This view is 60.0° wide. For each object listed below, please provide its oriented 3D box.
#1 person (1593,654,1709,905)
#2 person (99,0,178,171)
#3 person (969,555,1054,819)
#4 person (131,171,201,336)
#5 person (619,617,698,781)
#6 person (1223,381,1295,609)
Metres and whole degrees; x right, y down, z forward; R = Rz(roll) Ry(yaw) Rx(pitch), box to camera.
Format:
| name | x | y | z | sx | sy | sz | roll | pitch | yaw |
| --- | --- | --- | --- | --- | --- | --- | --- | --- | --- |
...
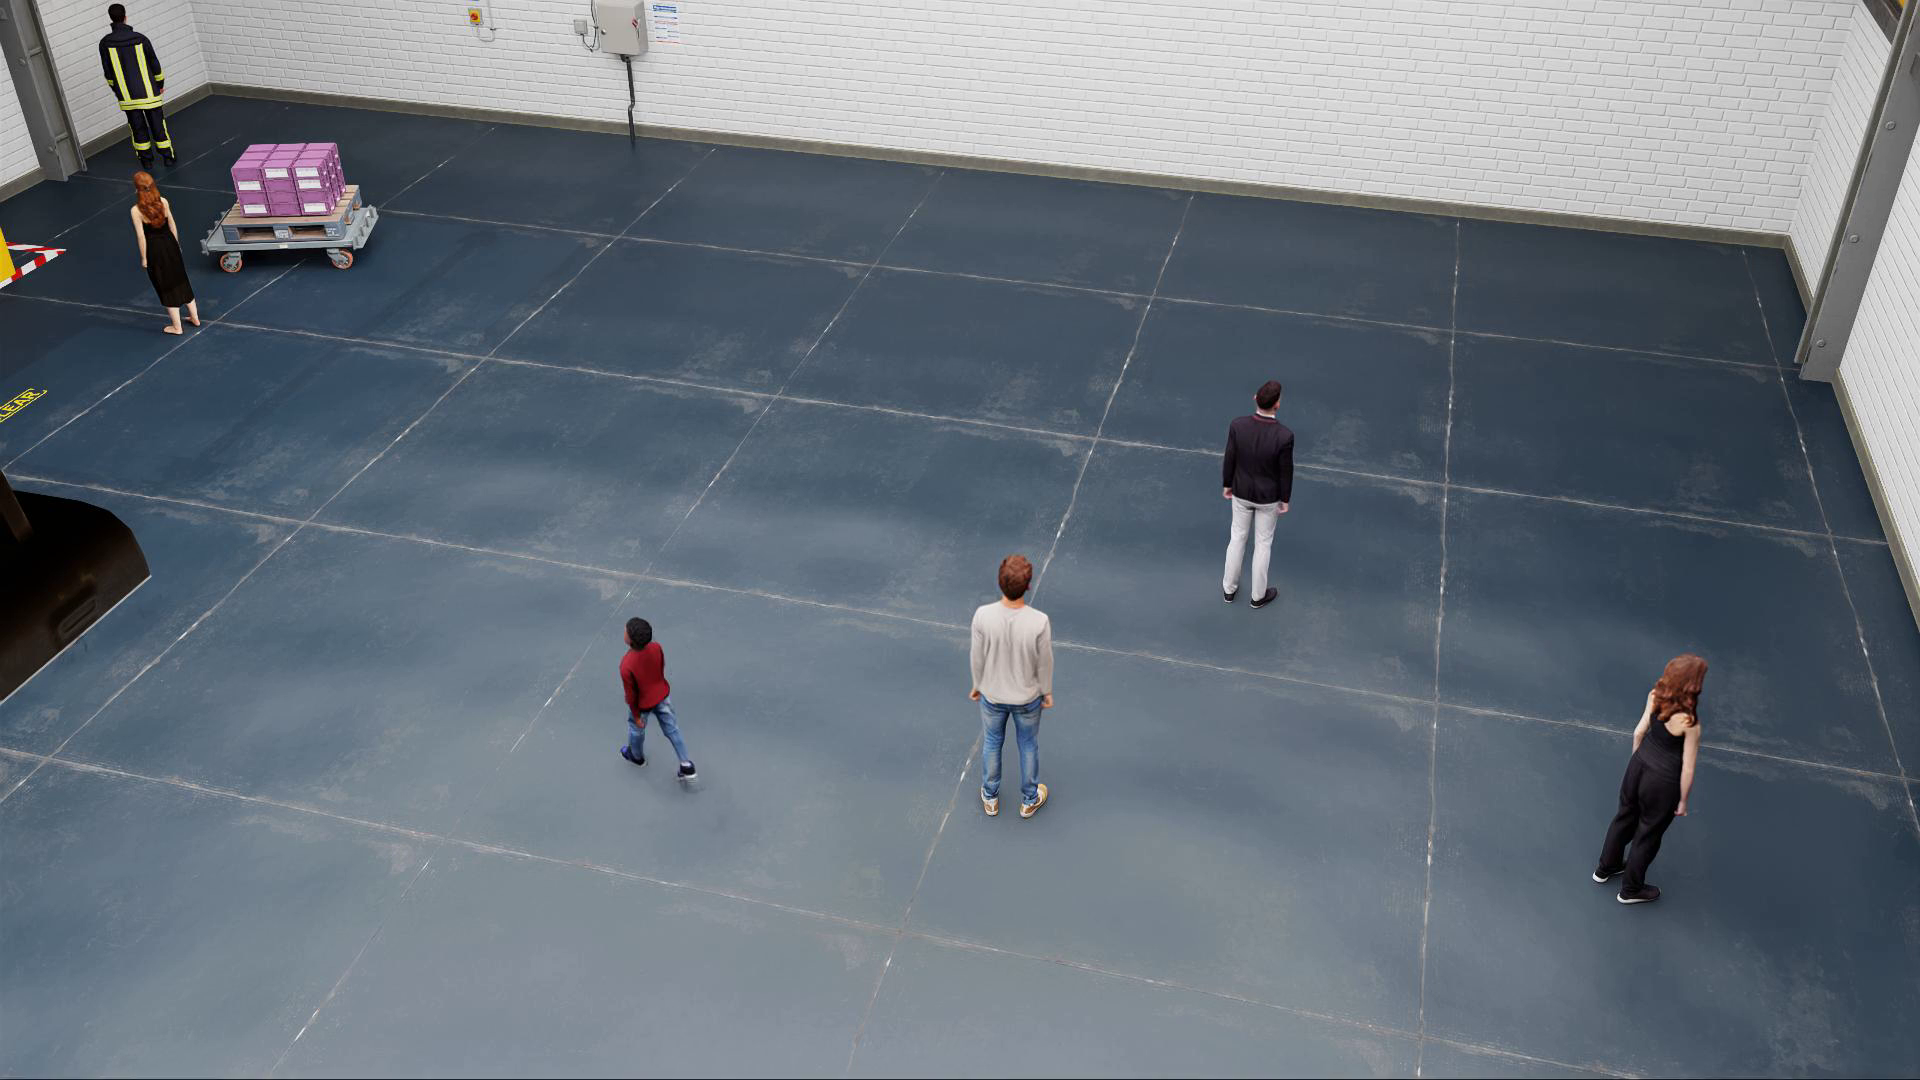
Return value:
| name | x | y | z | sx | sy | sz | roll | pitch | yaw |
| --- | --- | --- | --- | --- | --- | --- | --- | --- | --- |
| person | 4.031 | 1.373 | 9.672 | 0.723 | 1.746 | 0.638 | -14 | 36 | -19 |
| person | -9.725 | -5.360 | 19.638 | 0.895 | 1.927 | 0.917 | -13 | 36 | -19 |
| person | 0.315 | 0.920 | 10.211 | 0.693 | 1.903 | 0.588 | 5 | 34 | 8 |
| person | -7.679 | -2.767 | 16.010 | 0.702 | 1.625 | 0.595 | 19 | 38 | 26 |
| person | -1.944 | 1.029 | 10.637 | 0.821 | 1.250 | 0.870 | 29 | 43 | 36 |
| person | 2.160 | -0.336 | 12.156 | 0.712 | 1.843 | 0.624 | 17 | 37 | 23 |
